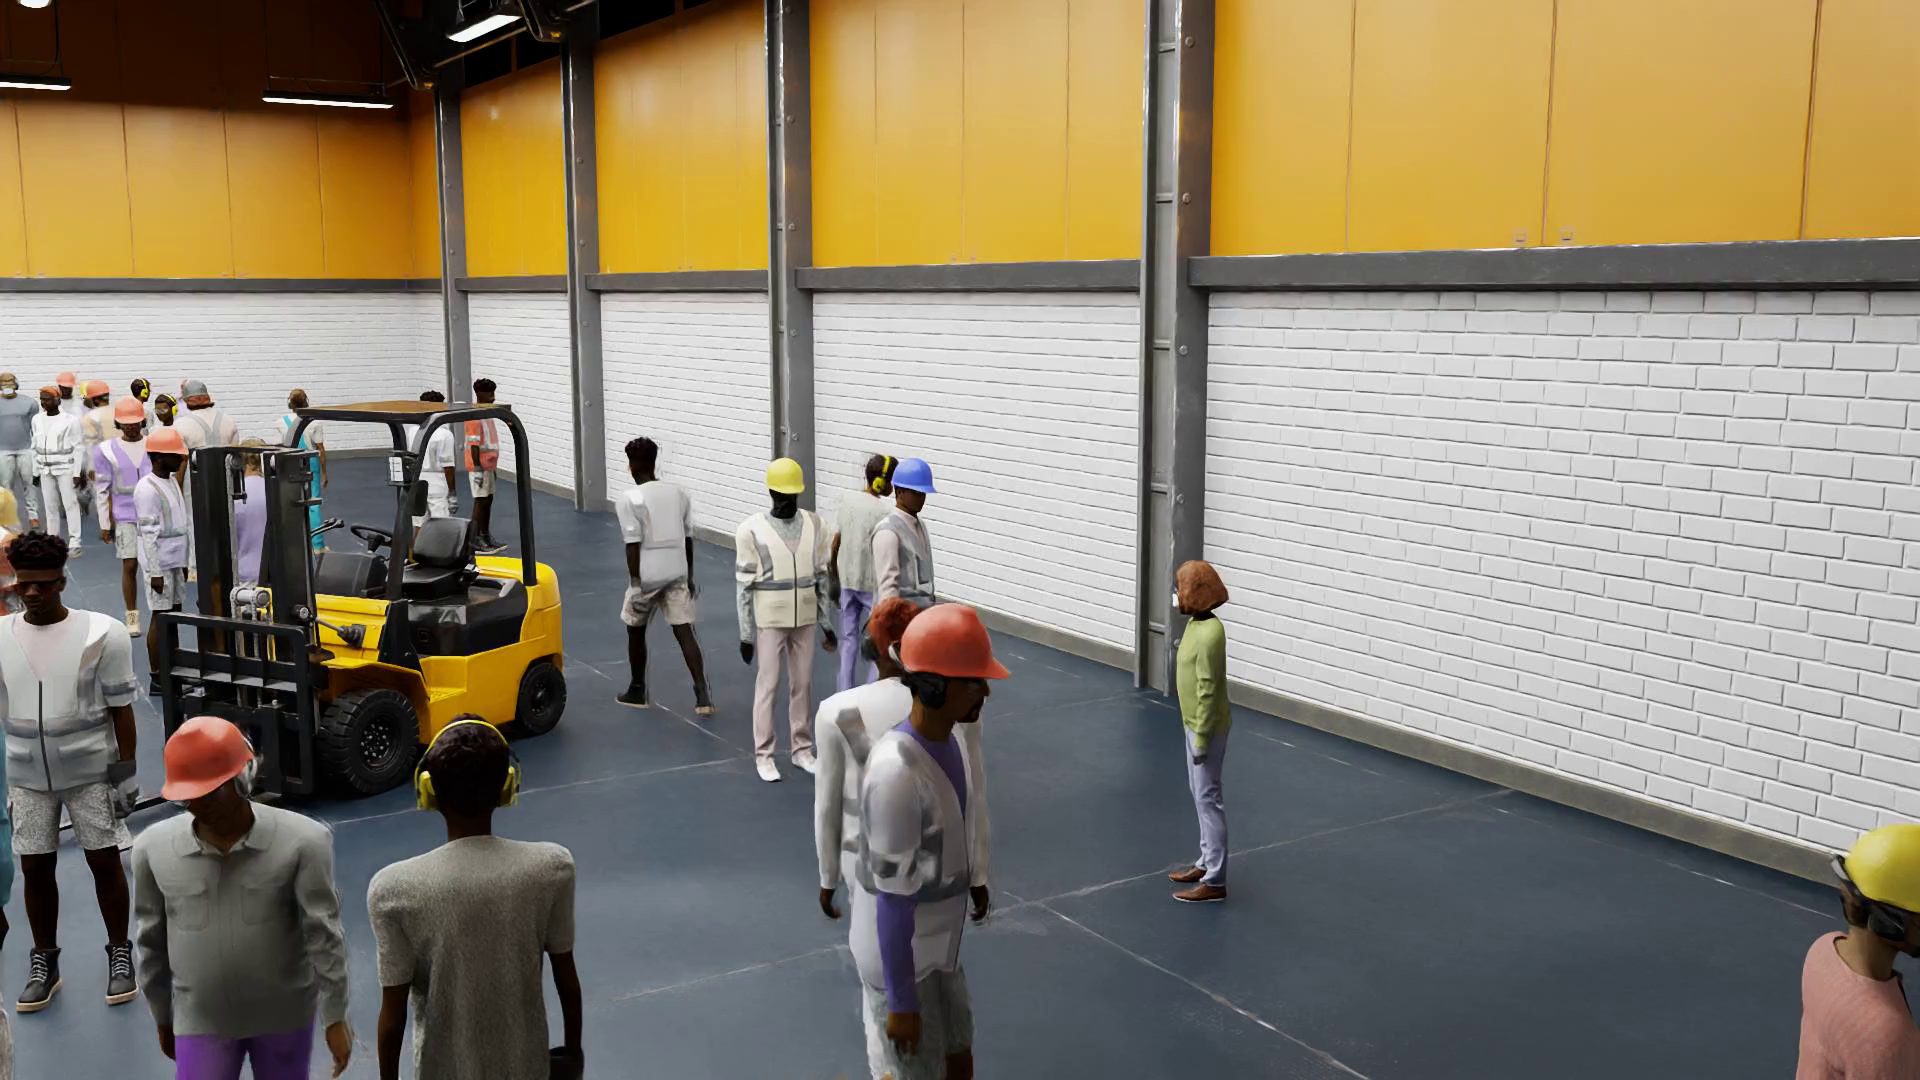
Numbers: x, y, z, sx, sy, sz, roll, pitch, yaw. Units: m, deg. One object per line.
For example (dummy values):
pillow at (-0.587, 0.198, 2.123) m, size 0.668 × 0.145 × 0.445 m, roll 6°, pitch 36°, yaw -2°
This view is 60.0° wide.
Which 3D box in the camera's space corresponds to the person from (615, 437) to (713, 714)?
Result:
person at (-2.016, 0.252, 11.412) m, size 0.624 × 1.912 × 0.857 m, roll -8°, pitch 12°, yaw -44°

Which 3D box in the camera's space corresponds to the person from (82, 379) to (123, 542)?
person at (-9.721, -0.895, 19.093) m, size 0.684 × 1.910 × 0.552 m, roll 6°, pitch 10°, yaw 33°

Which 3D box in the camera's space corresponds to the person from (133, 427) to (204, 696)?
person at (-5.670, 0.157, 11.930) m, size 0.389 × 1.930 × 0.544 m, roll -1°, pitch 8°, yaw -6°

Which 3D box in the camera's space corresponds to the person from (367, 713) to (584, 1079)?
person at (-1.174, 1.349, 4.084) m, size 0.526 × 1.869 × 0.315 m, roll -4°, pitch 10°, yaw -27°

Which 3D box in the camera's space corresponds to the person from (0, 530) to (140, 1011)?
person at (-3.615, 0.922, 6.674) m, size 0.607 × 1.957 × 0.380 m, roll -2°, pitch 9°, yaw -12°

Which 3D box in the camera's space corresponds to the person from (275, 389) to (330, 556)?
person at (-7.188, -0.732, 18.198) m, size 0.513 × 1.844 × 0.335 m, roll -1°, pitch 8°, yaw -7°

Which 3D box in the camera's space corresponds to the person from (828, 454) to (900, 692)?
person at (-0.618, 0.348, 10.982) m, size 0.650 × 1.838 × 0.342 m, roll 6°, pitch 10°, yaw 34°

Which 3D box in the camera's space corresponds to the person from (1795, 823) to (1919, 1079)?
person at (1.987, 1.468, 3.674) m, size 0.336 × 1.757 × 0.532 m, roll 2°, pitch 9°, yaw 14°

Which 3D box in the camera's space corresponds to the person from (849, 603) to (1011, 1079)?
person at (-0.173, 1.169, 4.806) m, size 0.642 × 2.025 × 0.606 m, roll 3°, pitch 9°, yaw 19°

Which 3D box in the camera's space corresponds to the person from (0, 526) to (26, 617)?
person at (-5.752, 0.498, 9.771) m, size 0.579 × 1.892 × 0.961 m, roll 1°, pitch 9°, yaw 8°

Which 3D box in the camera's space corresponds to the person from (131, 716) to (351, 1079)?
person at (-2.013, 1.332, 4.681) m, size 0.579 × 1.727 × 0.515 m, roll -2°, pitch 9°, yaw -15°

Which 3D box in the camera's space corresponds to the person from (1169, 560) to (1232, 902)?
person at (1.146, 0.902, 7.923) m, size 0.281 × 1.624 × 0.494 m, roll 0°, pitch 8°, yaw -2°

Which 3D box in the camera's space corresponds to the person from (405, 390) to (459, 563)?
person at (-5.094, -0.469, 16.060) m, size 0.603 × 1.957 × 0.385 m, roll 4°, pitch 9°, yaw 26°

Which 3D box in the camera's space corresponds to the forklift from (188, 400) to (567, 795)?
forklift at (-3.529, 0.258, 10.348) m, size 1.214 × 2.155 × 2.313 m, roll 4°, pitch 9°, yaw 25°

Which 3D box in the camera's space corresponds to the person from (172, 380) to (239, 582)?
person at (-7.601, -0.603, 16.668) m, size 0.535 × 2.000 × 0.673 m, roll 6°, pitch 10°, yaw 35°

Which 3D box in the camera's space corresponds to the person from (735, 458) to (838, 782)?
person at (-1.021, 0.463, 9.886) m, size 0.618 × 1.923 × 0.378 m, roll -5°, pitch 10°, yaw -31°

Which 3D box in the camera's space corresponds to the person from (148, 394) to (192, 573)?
person at (-8.055, -0.567, 17.045) m, size 0.512 × 1.861 × 0.325 m, roll 1°, pitch 8°, yaw 4°

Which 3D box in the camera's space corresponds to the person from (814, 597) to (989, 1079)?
person at (-0.195, 1.125, 5.639) m, size 0.580 × 1.865 × 0.485 m, roll -2°, pitch 9°, yaw -14°

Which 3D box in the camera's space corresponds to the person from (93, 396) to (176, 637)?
person at (-6.881, -0.189, 13.941) m, size 0.612 × 2.029 × 0.407 m, roll -6°, pitch 10°, yaw -33°

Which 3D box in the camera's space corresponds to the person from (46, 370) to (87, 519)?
person at (-11.532, -1.256, 21.563) m, size 0.548 × 1.911 × 0.816 m, roll -4°, pitch 9°, yaw -25°

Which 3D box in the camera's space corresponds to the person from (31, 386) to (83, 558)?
person at (-9.818, -0.733, 18.076) m, size 0.572 × 1.883 × 0.355 m, roll 1°, pitch 9°, yaw 9°

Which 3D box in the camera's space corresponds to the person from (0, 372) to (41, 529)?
person at (-11.537, -1.083, 20.289) m, size 0.636 × 1.931 × 0.377 m, roll -5°, pitch 10°, yaw -31°

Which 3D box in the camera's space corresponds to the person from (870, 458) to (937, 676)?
person at (-0.315, 0.491, 9.623) m, size 0.402 × 1.942 × 0.604 m, roll 2°, pitch 9°, yaw 16°

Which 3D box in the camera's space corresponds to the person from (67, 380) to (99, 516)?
person at (-10.967, -1.122, 20.971) m, size 0.726 × 1.805 × 0.594 m, roll 4°, pitch 9°, yaw 23°

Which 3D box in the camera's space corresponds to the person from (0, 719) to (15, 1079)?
person at (-3.332, 1.130, 5.340) m, size 0.605 × 1.939 × 0.415 m, roll 1°, pitch 9°, yaw 9°

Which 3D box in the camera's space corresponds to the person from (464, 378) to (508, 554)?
person at (-5.275, -0.818, 18.426) m, size 0.387 × 1.952 × 0.608 m, roll 0°, pitch 8°, yaw -1°
